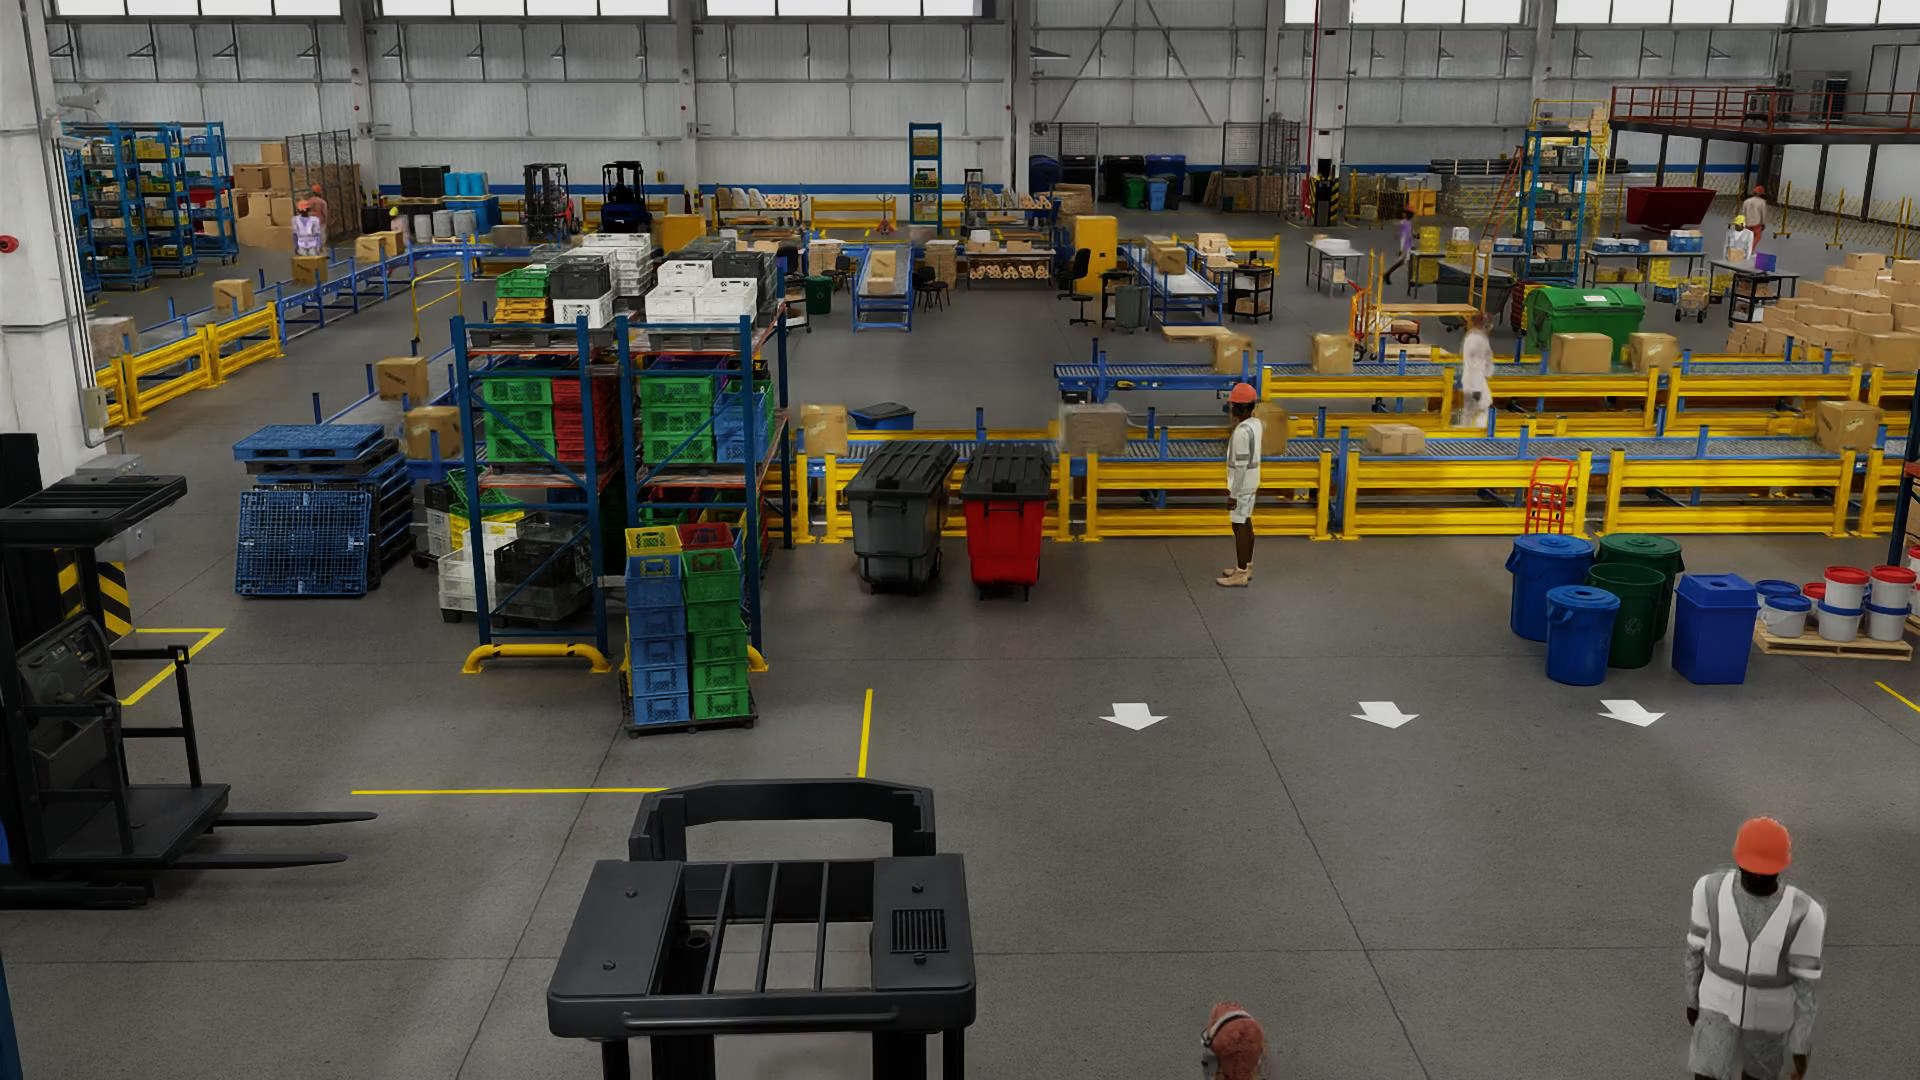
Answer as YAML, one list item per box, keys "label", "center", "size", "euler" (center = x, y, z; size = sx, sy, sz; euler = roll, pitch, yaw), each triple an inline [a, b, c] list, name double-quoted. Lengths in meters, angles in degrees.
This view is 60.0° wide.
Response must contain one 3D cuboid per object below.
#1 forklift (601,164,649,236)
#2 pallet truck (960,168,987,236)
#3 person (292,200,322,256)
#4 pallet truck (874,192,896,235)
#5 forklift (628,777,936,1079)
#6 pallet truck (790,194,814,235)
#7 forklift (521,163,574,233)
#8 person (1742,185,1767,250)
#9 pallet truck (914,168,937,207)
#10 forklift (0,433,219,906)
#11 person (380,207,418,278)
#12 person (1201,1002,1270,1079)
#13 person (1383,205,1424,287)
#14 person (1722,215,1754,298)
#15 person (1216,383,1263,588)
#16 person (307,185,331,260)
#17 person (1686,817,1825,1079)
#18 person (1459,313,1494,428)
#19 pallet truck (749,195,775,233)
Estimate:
- label: "forklift"
  center: [-9.948, -10.127, 49.296]
  size: [1.157, 1.987, 2.680]
  euler: [-1, 16, -3]
- label: "pallet truck"
  center: [0.383, -10.230, 50.206]
  size: [0.823, 1.965, 1.885]
  euler: [-1, 16, -3]
- label: "person"
  center: [-14.862, -6.708, 37.883]
  size: [0.605, 2.045, 0.388]
  euler: [-4, 17, -14]
- label: "pallet truck"
  center: [-2.277, -9.986, 50.594]
  size: [0.653, 1.274, 1.630]
  euler: [0, 16, -1]
- label: "forklift"
  center: [-0.542, 2.165, 5.552]
  size: [1.129, 2.768, 1.873]
  euler: [-1, 16, -2]
- label: "pallet truck"
  center: [-4.814, -9.883, 50.259]
  size: [0.704, 1.261, 1.522]
  euler: [-1, 16, -3]
- label: "forklift"
  center: [-12.233, -10.122, 49.298]
  size: [1.157, 1.987, 2.680]
  euler: [0, 16, -1]
- label: "person"
  center: [20.814, -8.329, 43.660]
  size: [0.619, 1.957, 0.682]
  euler: [-9, 18, -29]
- label: "pallet truck"
  center: [-0.989, -10.316, 50.507]
  size: [0.823, 1.965, 1.885]
  euler: [1, 16, 3]
- label: "forklift"
  center: [-5.952, 0.780, 10.366]
  size: [1.873, 2.768, 1.129]
  euler: [0, 16, -1]
- label: "person"
  center: [-13.579, -7.169, 40.101]
  size: [0.946, 1.696, 0.578]
  euler: [-12, 20, -36]
- label: "person"
  center: [0.966, 2.565, 5.985]
  size: [0.657, 1.863, 0.993]
  euler: [-4, 17, -14]
- label: "person"
  center: [10.330, -6.843, 38.662]
  size: [0.927, 1.870, 0.531]
  euler: [3, 16, 10]
- label: "person"
  center: [17.082, -6.221, 36.589]
  size: [0.599, 1.828, 0.403]
  euler: [14, 21, 41]
- label: "person"
  center: [2.765, -0.540, 16.445]
  size: [0.373, 2.043, 0.615]
  euler: [7, 17, 22]
- label: "person"
  center: [-16.792, -8.272, 43.465]
  size: [0.628, 1.970, 0.852]
  euler: [6, 17, 19]
- label: "person"
  center: [3.475, 2.138, 7.387]
  size: [0.564, 1.904, 0.876]
  euler: [10, 19, 30]
- label: "person"
  center: [6.873, -2.063, 22.011]
  size: [0.524, 1.886, 0.675]
  euler: [2, 16, 6]
- label: "pallet truck"
  center: [-6.051, -9.967, 50.660]
  size: [0.680, 1.201, 1.601]
  euler: [0, 16, -1]
